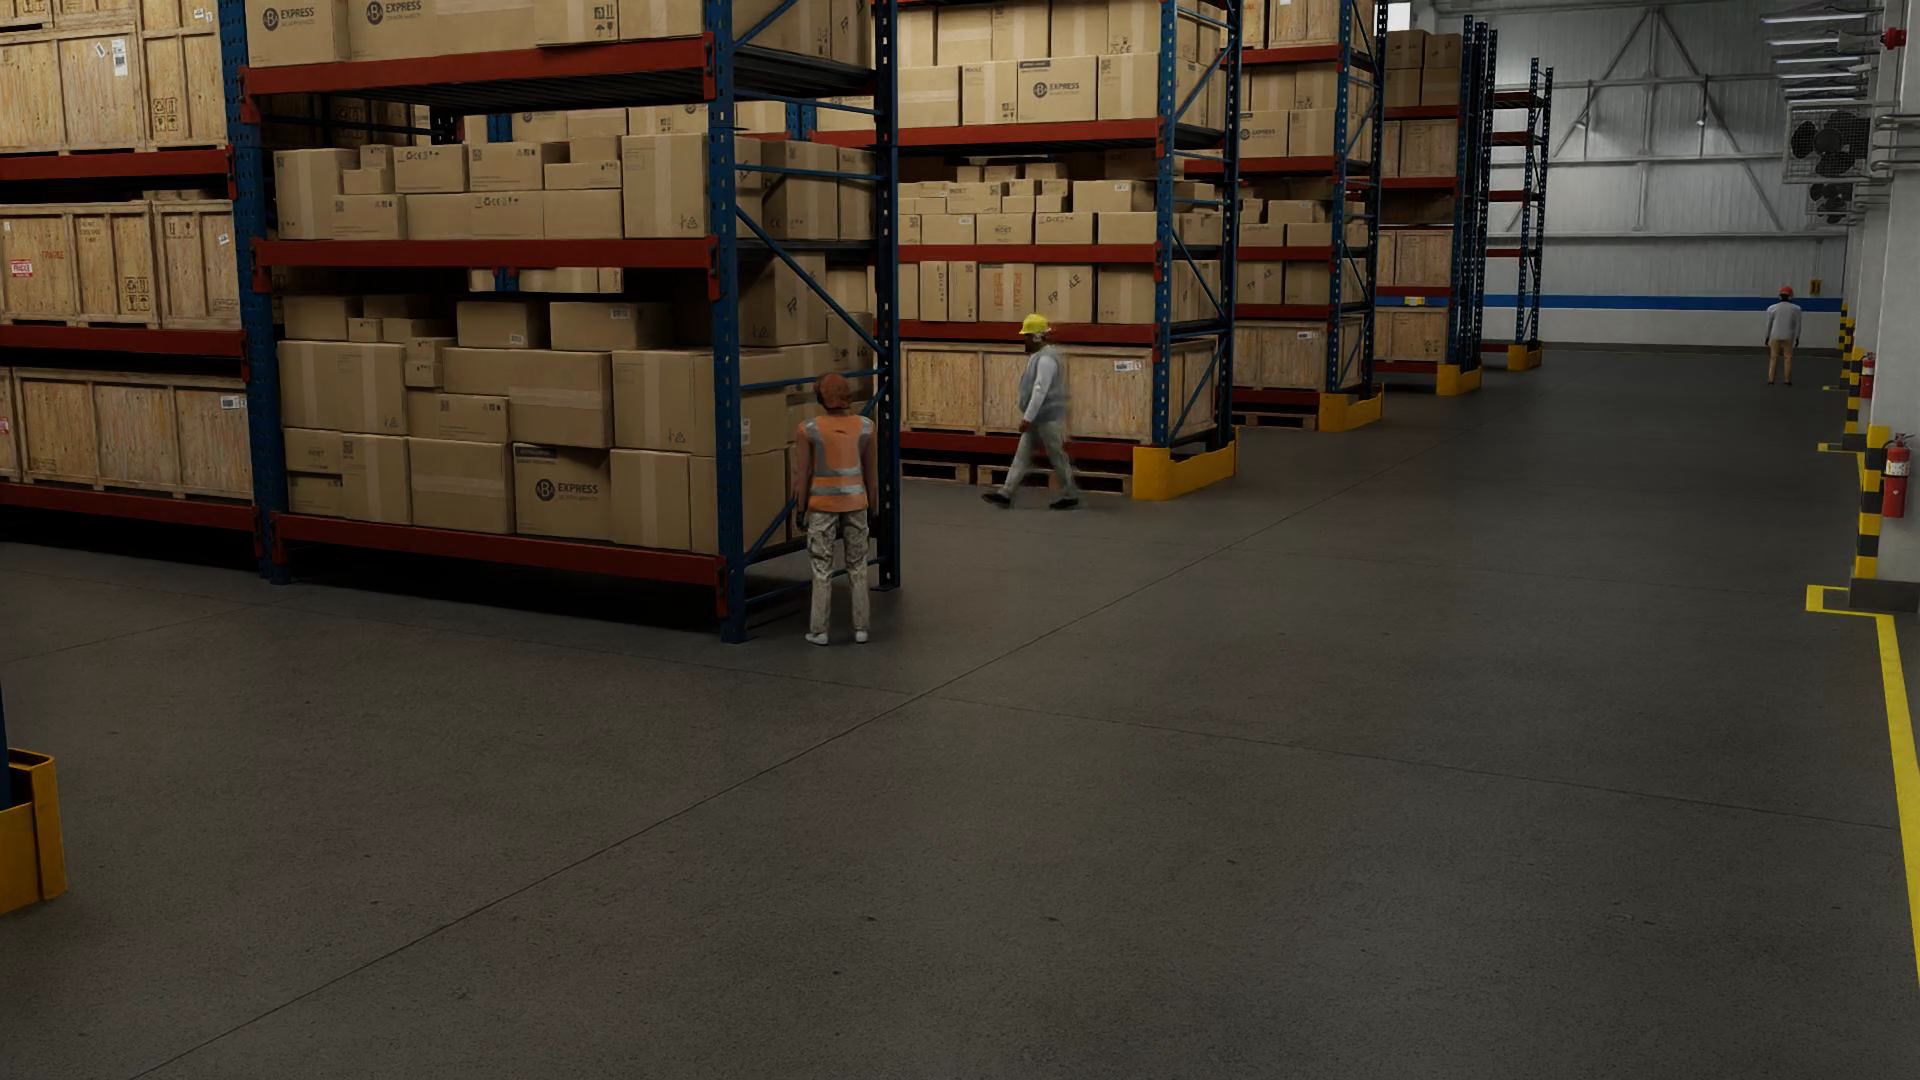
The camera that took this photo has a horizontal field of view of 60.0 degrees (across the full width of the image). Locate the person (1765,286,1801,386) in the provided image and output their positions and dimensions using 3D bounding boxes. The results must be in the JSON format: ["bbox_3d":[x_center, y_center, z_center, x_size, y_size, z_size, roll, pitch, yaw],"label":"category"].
[{"bbox_3d":[14.487,-3.588,29.285,0.565,1.748,0.339,6,11,30],"label":"person"}]

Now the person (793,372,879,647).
[{"bbox_3d":[-0.727,-0.177,9.886,0.525,1.631,0.313,-4,11,-21],"label":"person"}]

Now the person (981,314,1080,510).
[{"bbox_3d":[0.678,-1.137,15.019,0.909,1.781,0.592,-2,10,-11],"label":"person"}]
